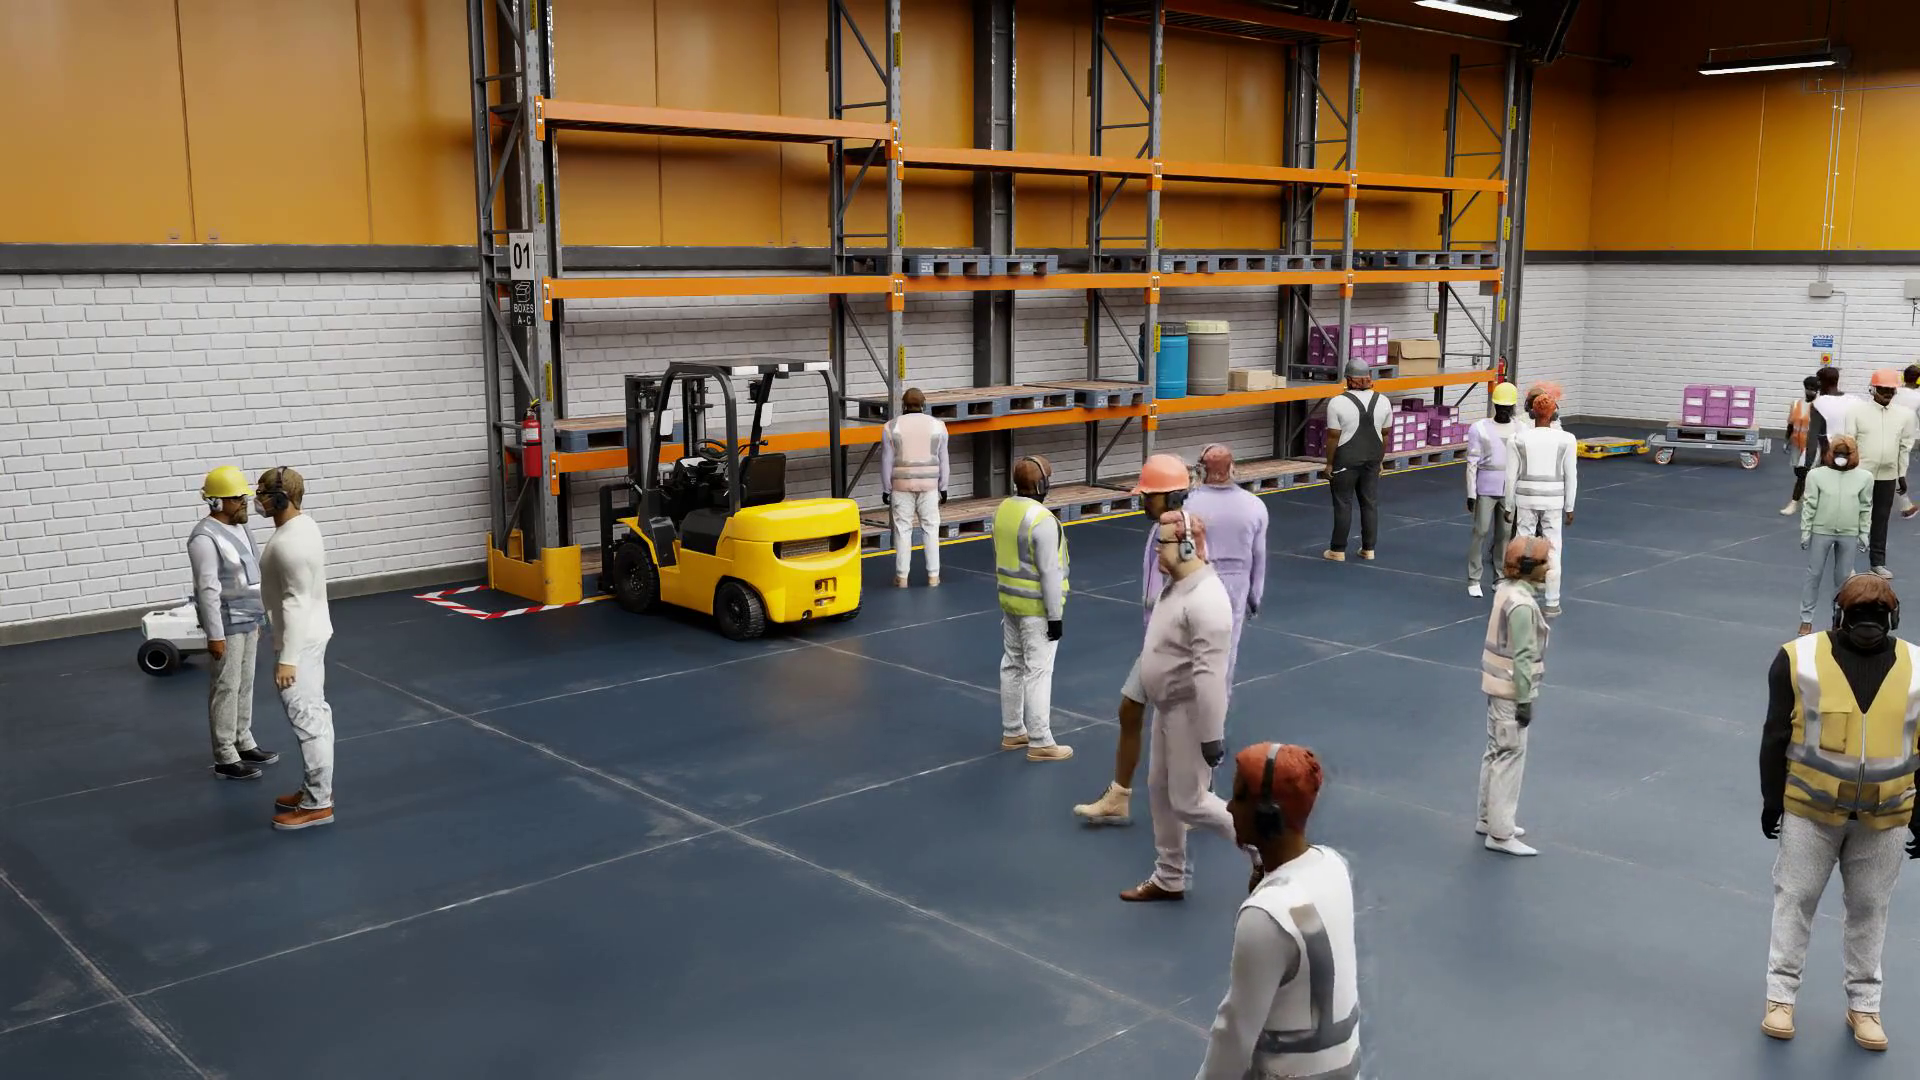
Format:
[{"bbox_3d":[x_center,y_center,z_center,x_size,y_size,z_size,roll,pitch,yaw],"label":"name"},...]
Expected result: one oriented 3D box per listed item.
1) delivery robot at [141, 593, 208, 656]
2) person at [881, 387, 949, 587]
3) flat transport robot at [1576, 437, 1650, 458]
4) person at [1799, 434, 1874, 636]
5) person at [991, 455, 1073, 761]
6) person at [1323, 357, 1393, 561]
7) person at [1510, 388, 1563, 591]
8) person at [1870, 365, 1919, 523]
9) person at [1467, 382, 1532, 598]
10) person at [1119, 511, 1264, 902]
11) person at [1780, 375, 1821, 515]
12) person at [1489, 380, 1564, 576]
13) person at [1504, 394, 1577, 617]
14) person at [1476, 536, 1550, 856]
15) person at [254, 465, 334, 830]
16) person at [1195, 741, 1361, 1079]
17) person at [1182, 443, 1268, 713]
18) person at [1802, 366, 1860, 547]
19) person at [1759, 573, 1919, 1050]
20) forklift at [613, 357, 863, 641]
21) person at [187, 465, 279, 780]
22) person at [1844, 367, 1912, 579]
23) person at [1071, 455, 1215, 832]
[{"bbox_3d":[-5.606,0.634,12.236,0.707,0.478,0.477,-2,10,-11],"label":"delivery robot"},{"bbox_3d":[-0.416,-0.481,15.287,0.634,1.839,0.429,-2,10,-9],"label":"person"},{"bbox_3d":[9.820,-1.422,25.378,1.431,0.197,0.652,-7,12,-34],"label":"flat transport robot"},{"bbox_3d":[6.965,-0.028,13.233,0.503,1.632,0.291,3,10,17],"label":"person"},{"bbox_3d":[0.446,0.408,10.064,0.429,1.846,0.629,-5,11,-29],"label":"person"},{"bbox_3d":[3.921,-0.812,16.632,0.682,2.000,0.537,-3,10,-15],"label":"person"},{"bbox_3d":[5.208,-0.455,15.113,0.504,1.847,0.344,6,11,30],"label":"person"},{"bbox_3d":[10.736,-1.089,18.944,1.026,1.802,0.534,-5,11,-29],"label":"person"},{"bbox_3d":[4.801,-0.445,14.827,0.589,1.924,0.383,-1,10,-7],"label":"person"},{"bbox_3d":[1.138,0.794,7.693,0.681,1.889,0.655,-1,10,-6],"label":"person"},{"bbox_3d":[10.021,-1.121,19.553,0.753,1.655,0.550,-4,11,-24],"label":"person"},{"bbox_3d":[5.440,-0.619,15.995,0.571,1.885,0.949,-5,11,-27],"label":"person"},{"bbox_3d":[4.884,-0.286,14.017,0.573,1.883,0.354,3,10,19],"label":"person"},{"bbox_3d":[2.824,0.782,8.504,0.315,1.632,0.530,2,10,10],"label":"person"},{"bbox_3d":[-3.542,0.565,8.867,0.371,1.941,0.627,-3,10,-16],"label":"person"},{"bbox_3d":[0.776,1.411,4.275,1.029,1.819,0.579,4,11,23],"label":"person"},{"bbox_3d":[1.571,0.339,10.324,0.666,1.893,0.661,-2,10,-9],"label":"person"},{"bbox_3d":[9.149,-0.861,17.390,0.607,1.886,0.567,-4,11,-23],"label":"person"},{"bbox_3d":[3.414,1.035,6.406,0.627,1.844,0.429,3,10,17],"label":"person"},{"bbox_3d":[-1.847,-0.414,13.852,1.214,2.155,2.313,-9,13,-42],"label":"forklift"},{"bbox_3d":[-4.239,0.472,9.721,0.404,1.830,0.602,0,10,-3],"label":"person"},{"bbox_3d":[8.618,-0.626,15.676,0.612,1.997,0.375,1,10,4],"label":"person"},{"bbox_3d":[0.980,0.569,8.657,0.890,2.012,0.612,-3,10,-17],"label":"person"}]
